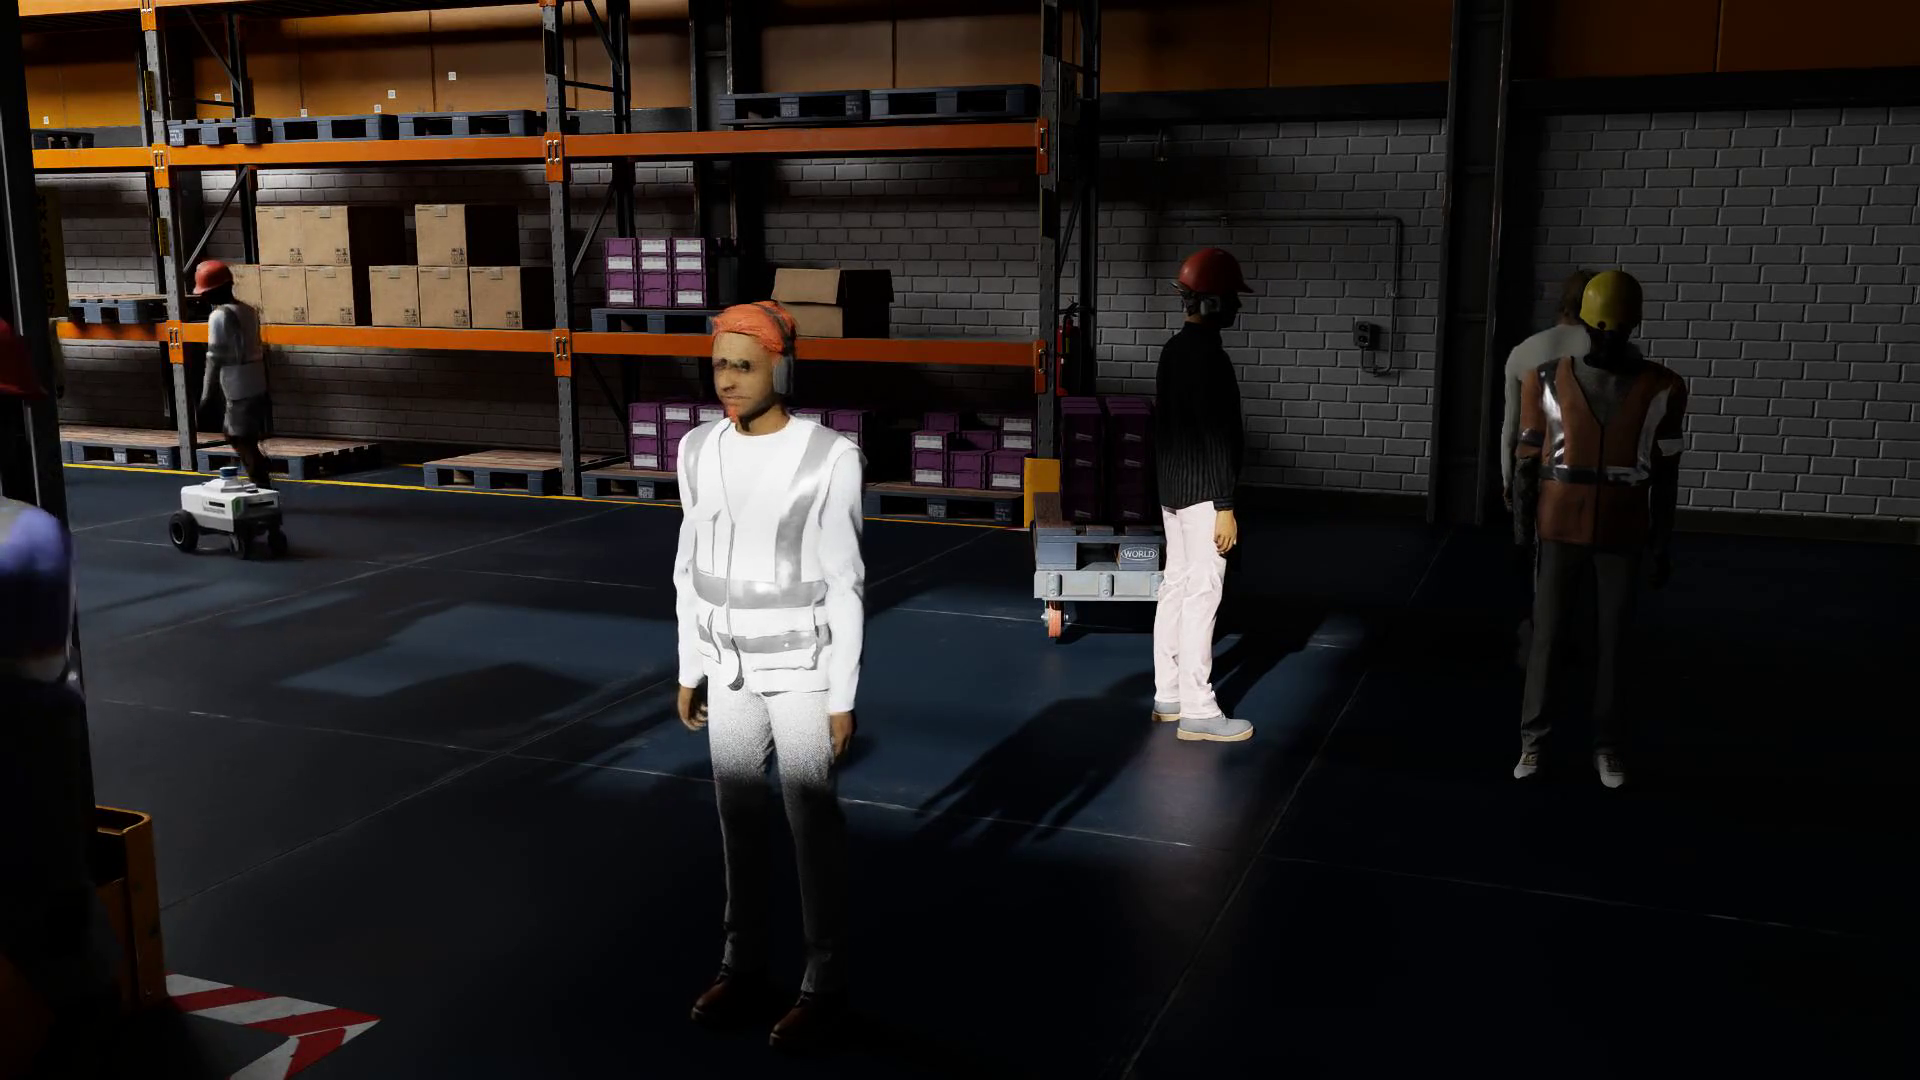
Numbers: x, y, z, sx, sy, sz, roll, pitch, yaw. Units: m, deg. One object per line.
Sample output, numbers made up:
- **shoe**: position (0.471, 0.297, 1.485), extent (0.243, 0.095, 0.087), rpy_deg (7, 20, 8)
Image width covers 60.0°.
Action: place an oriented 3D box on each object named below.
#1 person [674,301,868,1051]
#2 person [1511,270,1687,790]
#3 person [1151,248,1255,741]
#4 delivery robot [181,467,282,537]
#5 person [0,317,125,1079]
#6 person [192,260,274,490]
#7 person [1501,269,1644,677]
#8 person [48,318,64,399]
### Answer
- **person**: position (-0.484, 0.341, 4.222), extent (0.577, 1.877, 0.350), rpy_deg (6, 12, 32)
- **person**: position (2.349, -0.031, 6.168), extent (0.585, 1.920, 0.373), rpy_deg (3, 11, 16)
- **person**: position (0.988, -0.182, 6.800), extent (0.381, 1.993, 0.622), rpy_deg (-2, 10, -13)
- **delivery robot**: position (-4.753, -0.235, 10.846), extent (0.707, 0.478, 0.477), rpy_deg (7, 13, 35)
- **person**: position (-1.797, 0.529, 3.063), extent (0.559, 1.914, 0.458), rpy_deg (2, 10, 10)
- **person**: position (-5.353, -1.106, 12.253), extent (0.564, 1.886, 0.605), rpy_deg (0, 10, 1)
- **person**: position (2.772, -0.289, 7.665), extent (0.621, 1.909, 0.849), rpy_deg (8, 13, 39)
- **person**: position (-7.837, -1.351, 13.914), extent (0.623, 1.783, 0.931), rpy_deg (-7, 12, -35)
